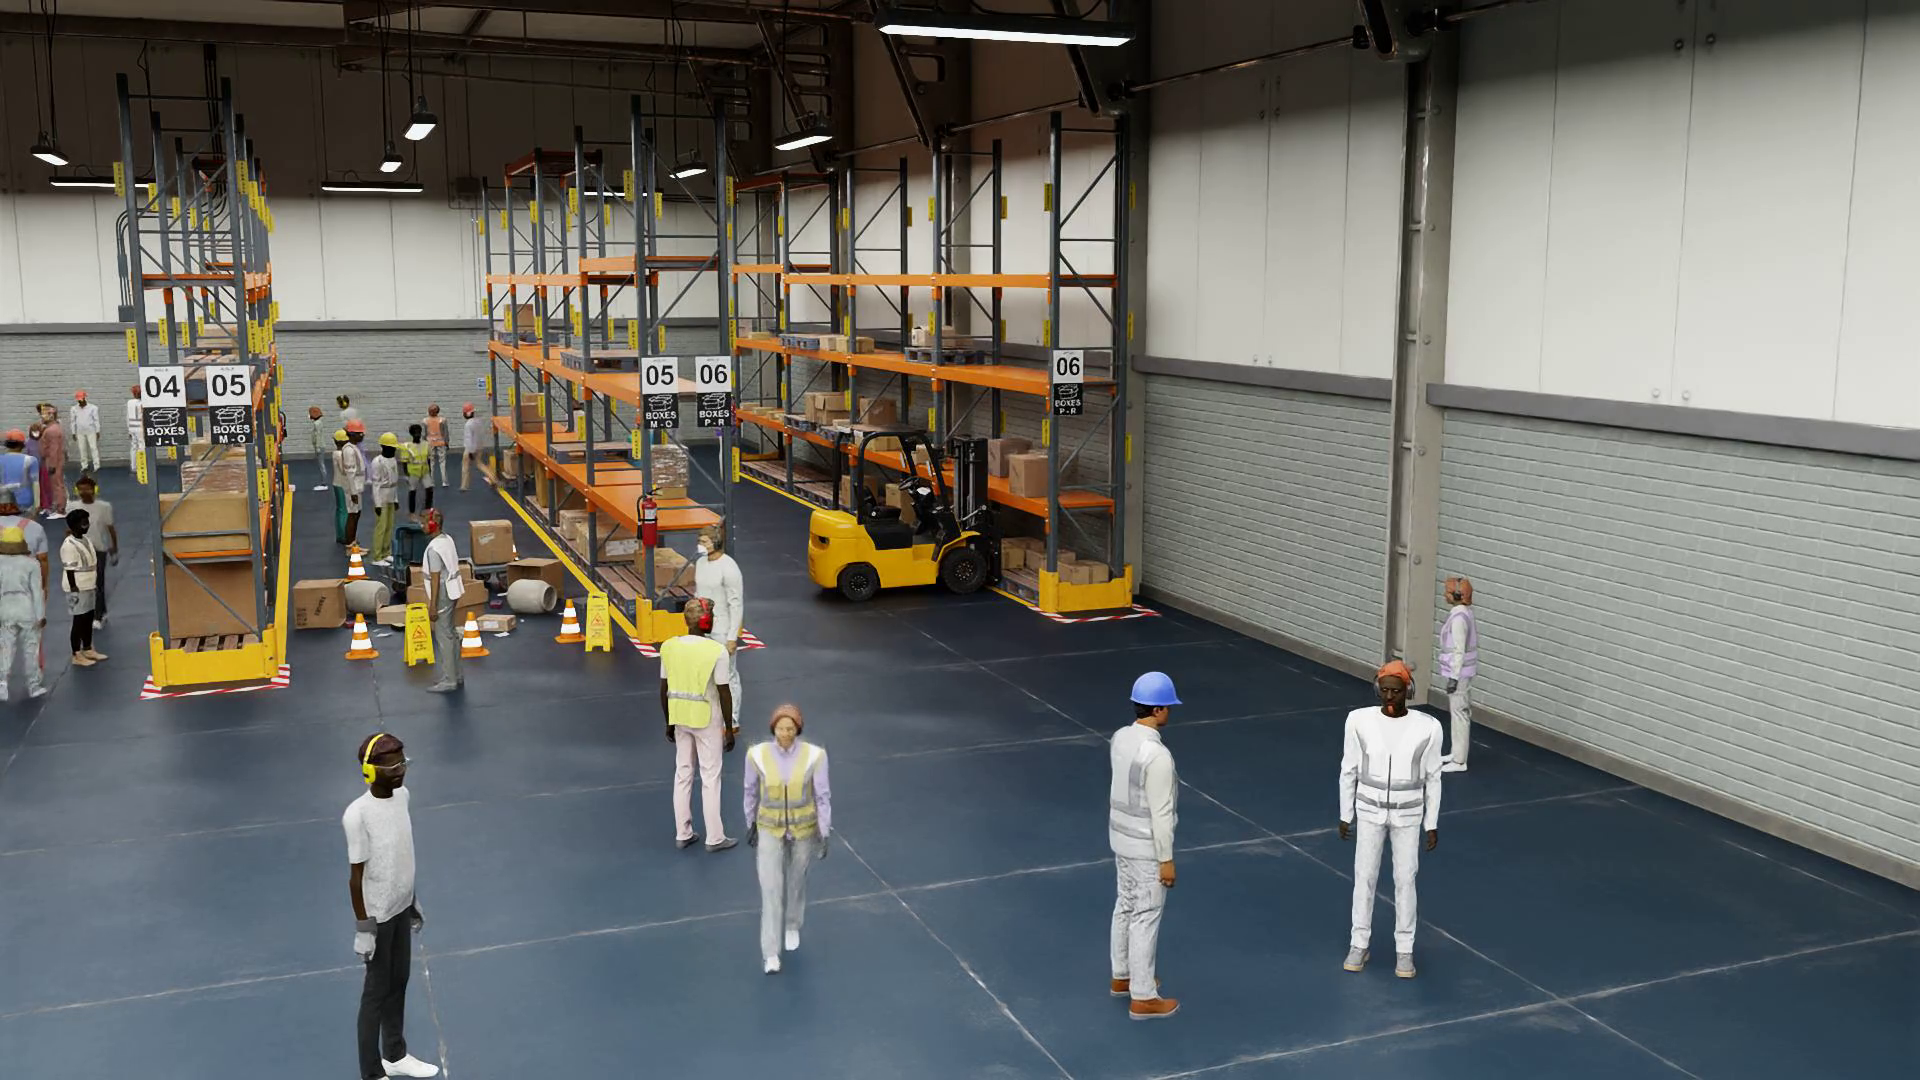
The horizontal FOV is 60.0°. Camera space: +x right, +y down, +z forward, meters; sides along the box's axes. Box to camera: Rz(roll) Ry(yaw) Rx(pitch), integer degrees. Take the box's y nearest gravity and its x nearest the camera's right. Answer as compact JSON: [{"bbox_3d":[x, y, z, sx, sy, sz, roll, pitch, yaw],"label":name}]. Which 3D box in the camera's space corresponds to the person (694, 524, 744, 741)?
[{"bbox_3d":[-2.163,0.816,14.830,0.379,1.940,0.629,-7,12,-39],"label":"person"}]

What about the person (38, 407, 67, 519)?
[{"bbox_3d":[-15.439,-1.312,28.310,0.410,1.913,0.651,-4,10,-22],"label":"person"}]

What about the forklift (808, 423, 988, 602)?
[{"bbox_3d":[-0.830,-0.399,21.676,2.313,2.155,1.214,-4,10,-21],"label":"forklift"}]

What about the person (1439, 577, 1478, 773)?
[{"bbox_3d":[4.143,1.120,13.851,0.315,1.641,0.515,4,10,21],"label":"person"}]

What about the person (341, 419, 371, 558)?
[{"bbox_3d":[-8.875,-0.760,24.471,0.411,2.036,0.606,-2,9,-12],"label":"person"}]

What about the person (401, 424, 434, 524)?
[{"bbox_3d":[-8.942,-1.076,27.569,0.551,1.666,0.749,-9,12,-43],"label":"person"}]

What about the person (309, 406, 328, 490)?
[{"bbox_3d":[-12.386,-1.770,32.093,0.277,1.627,0.502,-4,10,-21],"label":"person"}]

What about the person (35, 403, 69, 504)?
[{"bbox_3d":[-16.365,-1.545,29.987,0.468,1.841,0.557,-1,9,-4],"label":"person"}]

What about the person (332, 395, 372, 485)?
[{"bbox_3d":[-12.015,-1.970,32.834,1.005,1.805,0.553,4,10,25],"label":"person"}]

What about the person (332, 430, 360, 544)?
[{"bbox_3d":[-9.501,-0.816,25.647,0.311,1.768,0.522,-6,11,-34],"label":"person"}]

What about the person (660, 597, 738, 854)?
[{"bbox_3d":[-1.883,1.328,11.906,0.572,1.840,0.373,4,10,24],"label":"person"}]

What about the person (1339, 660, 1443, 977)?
[{"bbox_3d":[2.533,1.638,9.829,0.584,1.882,0.347,3,10,18],"label":"person"}]

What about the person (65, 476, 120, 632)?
[{"bbox_3d":[-10.159,0.143,19.481,0.492,1.809,0.989,-2,9,-11],"label":"person"}]

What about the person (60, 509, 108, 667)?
[{"bbox_3d":[-9.304,0.502,17.600,0.319,1.688,0.539,-1,9,-6],"label":"person"}]

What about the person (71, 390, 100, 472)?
[{"bbox_3d":[-18.399,-2.283,34.976,0.574,1.738,0.352,-1,9,-9],"label":"person"}]

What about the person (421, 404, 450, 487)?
[{"bbox_3d":[-10.231,-1.836,32.459,0.514,1.642,0.310,-2,9,-10],"label":"person"}]

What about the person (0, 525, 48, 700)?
[{"bbox_3d":[-9.145,0.718,16.135,0.497,1.731,0.566,-2,9,-12],"label":"person"}]

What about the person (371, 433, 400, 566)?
[{"bbox_3d":[-8.182,-0.581,23.752,0.471,1.904,0.579,1,9,7],"label":"person"}]

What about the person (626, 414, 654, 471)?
[{"bbox_3d":[-5.571,-1.325,28.932,0.602,1.732,0.559,-5,10,-30],"label":"person"}]

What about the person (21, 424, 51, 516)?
[{"bbox_3d":[-15.830,-1.191,28.572,0.506,1.588,0.878,-3,10,-20],"label":"person"}]

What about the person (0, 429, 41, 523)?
[{"bbox_3d":[-13.125,-0.543,23.203,0.622,1.988,1.017,-3,9,-17],"label":"person"}]

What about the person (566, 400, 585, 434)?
[{"bbox_3d":[-7.881,-2.099,34.128,0.278,1.635,0.498,7,11,36],"label":"person"}]

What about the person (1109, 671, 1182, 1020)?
[{"bbox_3d":[1.039,1.693,9.323,0.414,1.940,0.611,-3,9,-16],"label":"person"}]

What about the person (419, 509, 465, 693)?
[{"bbox_3d":[-5.145,0.595,16.563,0.393,1.836,0.561,-1,9,-5],"label":"person"}]

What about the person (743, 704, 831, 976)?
[{"bbox_3d":[-1.027,1.768,9.903,0.523,1.587,0.857,-1,9,-6],"label":"person"}]

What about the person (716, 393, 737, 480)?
[{"bbox_3d":[-4.731,-2.129,33.669,0.429,1.842,0.636,-2,9,-10],"label":"person"}]

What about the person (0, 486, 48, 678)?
[{"bbox_3d":[-9.608,0.448,16.830,0.685,2.000,0.535,-7,12,-39],"label":"person"}]

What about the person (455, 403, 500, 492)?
[{"bbox_3d":[-9.230,-1.756,31.710,0.795,1.723,0.563,2,9,11],"label":"person"}]

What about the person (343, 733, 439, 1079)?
[{"bbox_3d":[-2.872,1.877,8.373,0.311,1.869,0.534,2,9,12],"label":"person"}]

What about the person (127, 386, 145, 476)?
[{"bbox_3d":[-16.950,-2.231,34.273,0.667,1.874,0.369,6,11,33],"label":"person"}]
